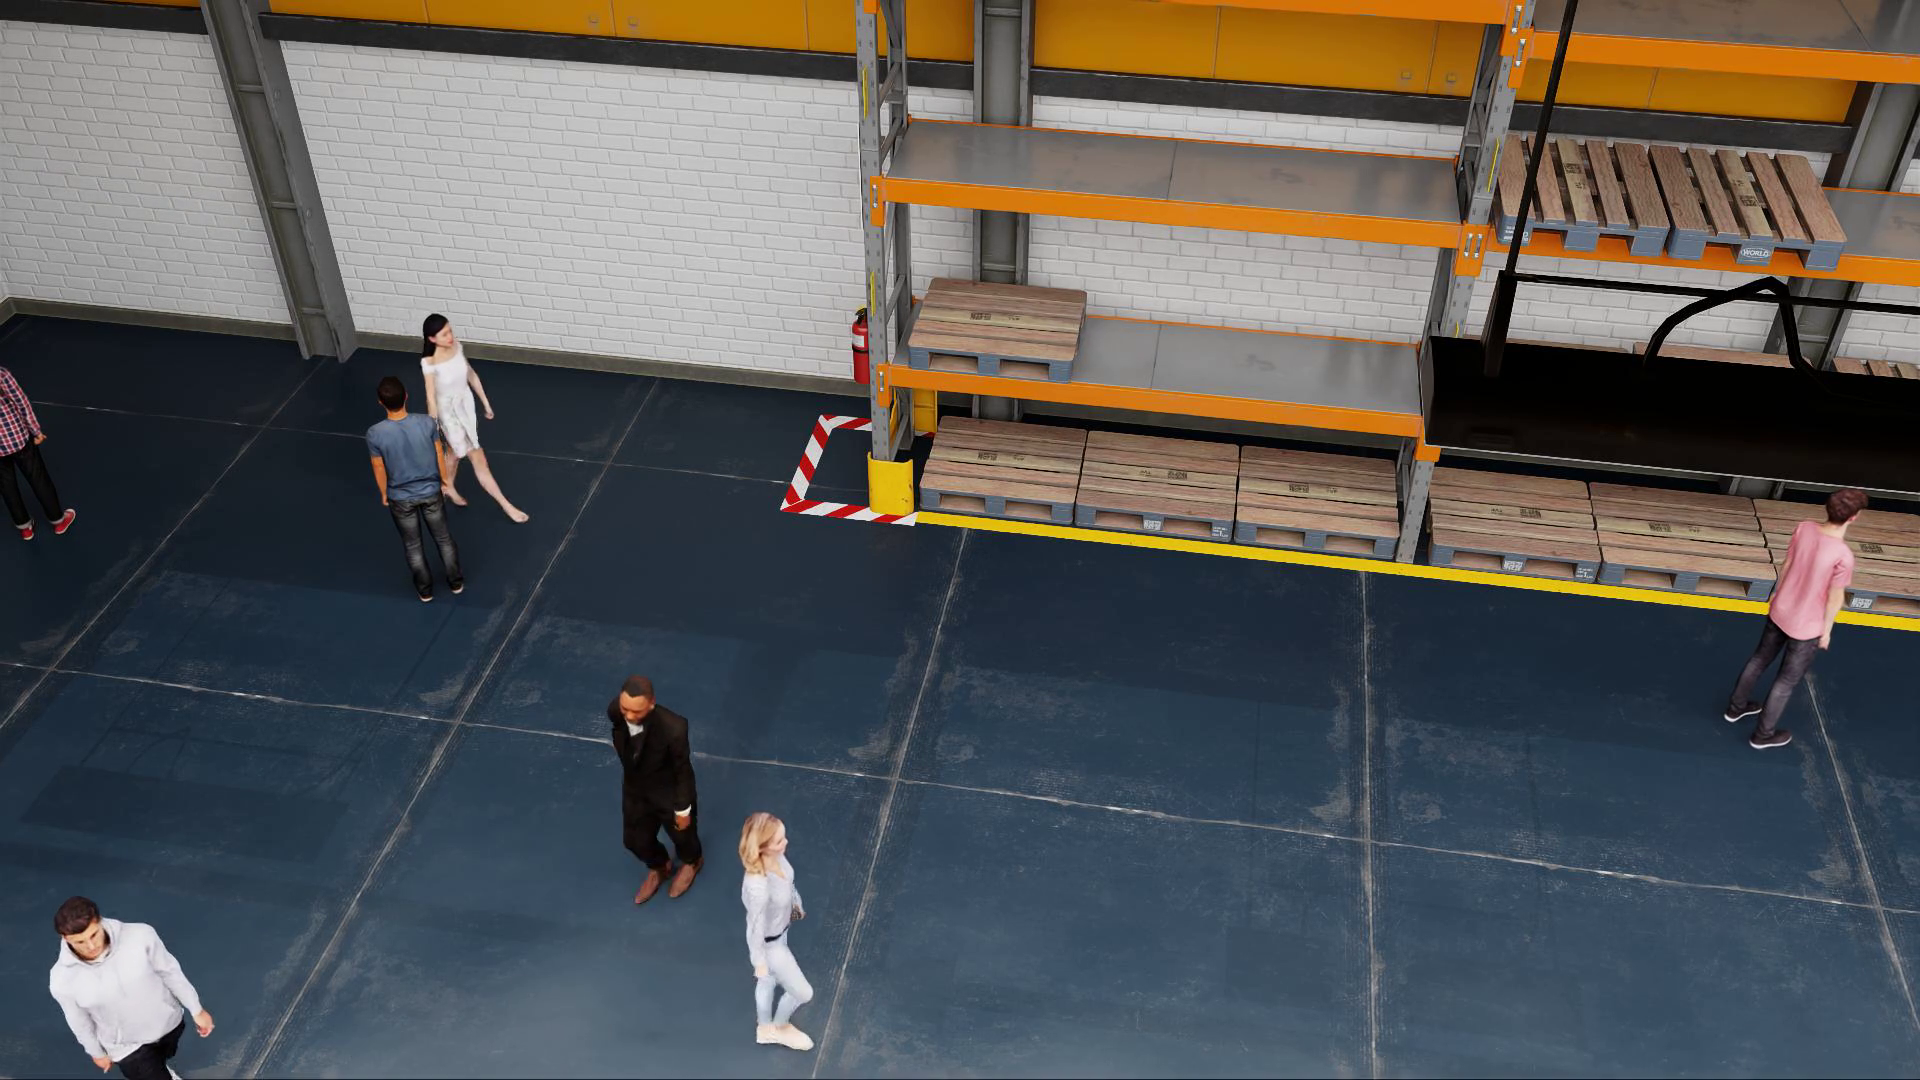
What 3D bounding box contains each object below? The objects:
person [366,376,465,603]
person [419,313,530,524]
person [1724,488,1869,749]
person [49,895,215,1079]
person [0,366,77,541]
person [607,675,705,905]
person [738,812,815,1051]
[{"bbox_3d":[-3.826,-0.348,11.667,0.686,1.808,0.768,-20,43,-23],"label":"person"},{"bbox_3d":[-3.842,-0.923,12.442,1.147,1.738,0.787,15,41,18],"label":"person"},{"bbox_3d":[5.279,0.485,10.505,0.714,1.957,0.709,-12,40,-15],"label":"person"},{"bbox_3d":[-4.089,2.345,8.231,1.317,1.888,1.088,28,47,31],"label":"person"},{"bbox_3d":[-7.037,-0.767,12.230,0.696,1.760,0.835,-10,40,-13],"label":"person"},{"bbox_3d":[-1.663,1.364,9.473,0.781,1.870,0.850,21,43,24],"label":"person"},{"bbox_3d":[-1.066,2.058,8.673,0.590,1.784,0.625,4,39,5],"label":"person"}]
